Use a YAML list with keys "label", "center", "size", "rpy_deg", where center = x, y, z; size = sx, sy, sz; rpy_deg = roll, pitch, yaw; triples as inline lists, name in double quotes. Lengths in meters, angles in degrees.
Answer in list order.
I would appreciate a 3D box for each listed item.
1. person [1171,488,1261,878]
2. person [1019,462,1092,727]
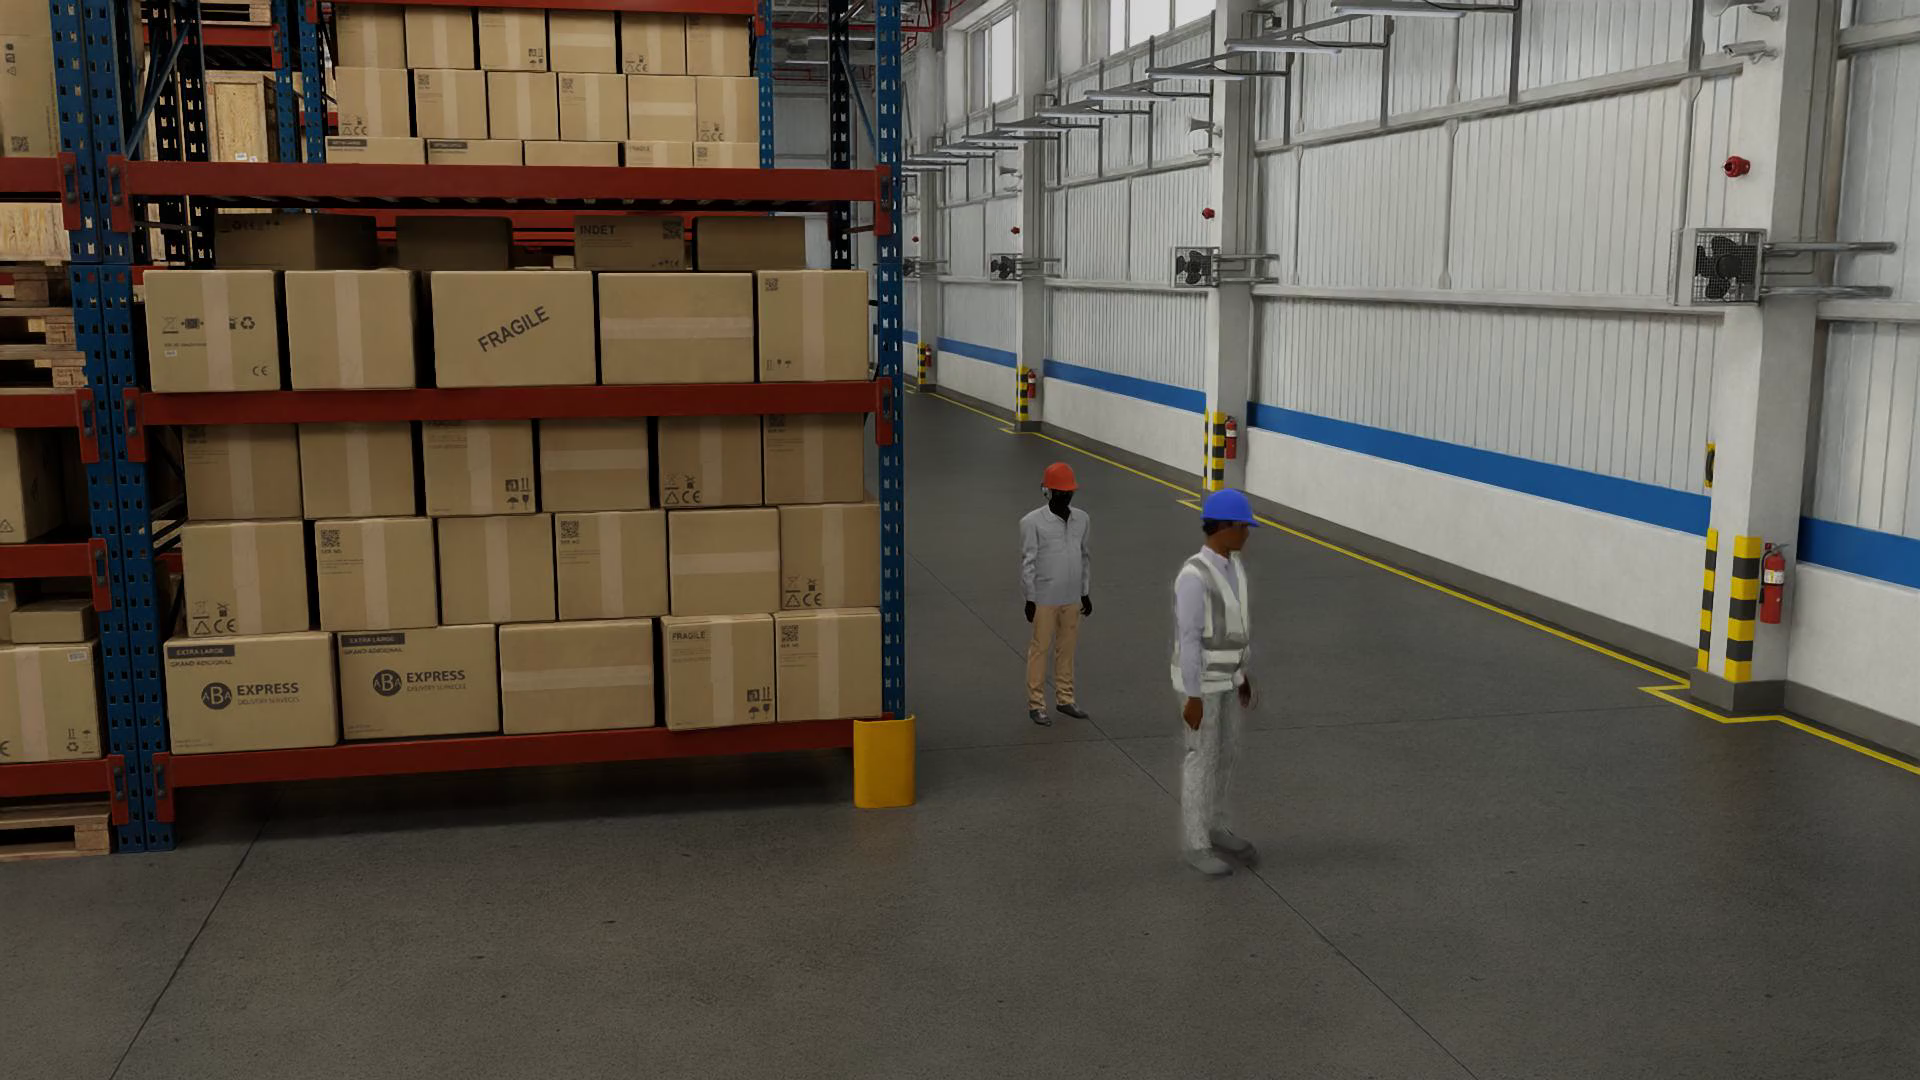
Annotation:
- label: "person"
  center: [1.270, 0.710, 8.371]
  size: [0.408, 1.924, 0.667]
  rpy_deg: [6, 11, 33]
- label: "person"
  center: [0.655, 0.352, 11.081]
  size: [0.564, 1.751, 0.330]
  rpy_deg: [-6, 11, -34]
